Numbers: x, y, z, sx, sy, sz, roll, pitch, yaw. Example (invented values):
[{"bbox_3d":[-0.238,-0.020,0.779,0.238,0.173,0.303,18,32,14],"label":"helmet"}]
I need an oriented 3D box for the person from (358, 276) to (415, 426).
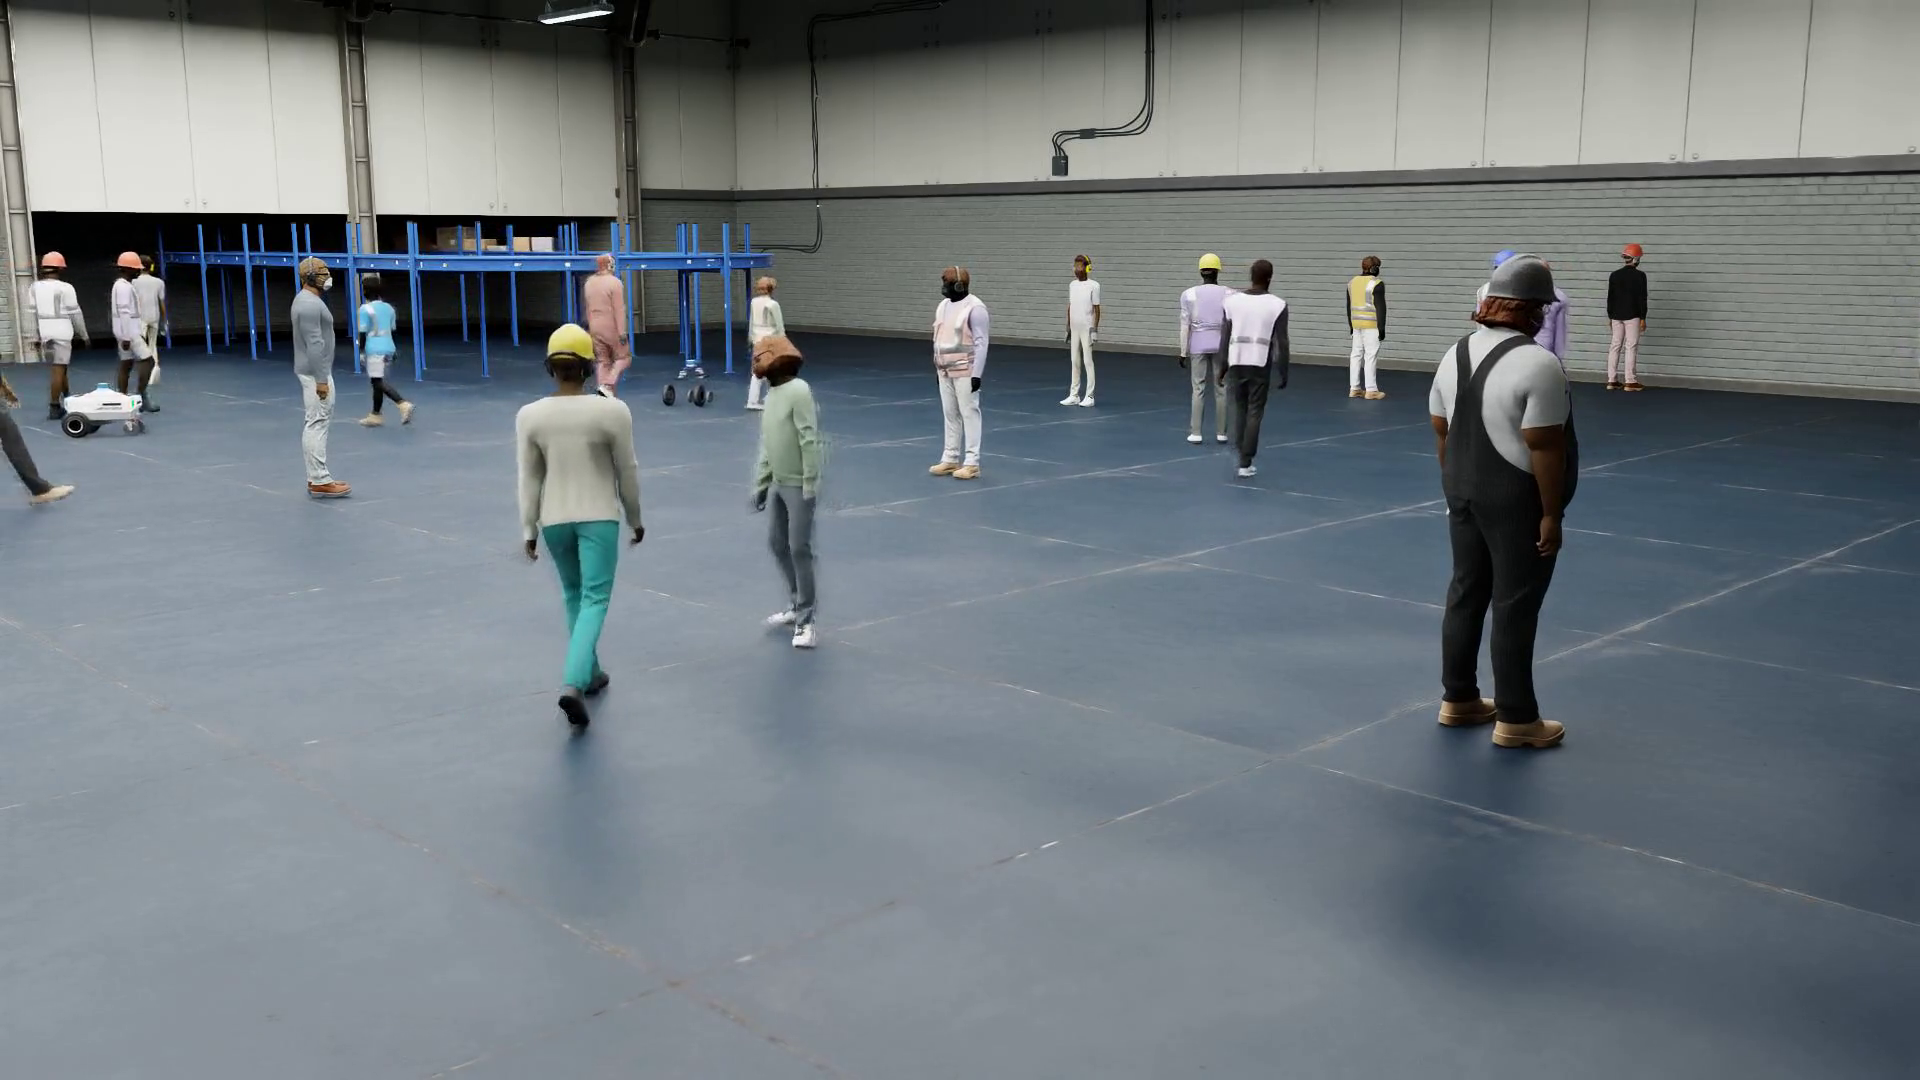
[{"bbox_3d":[-6.370,-2.079,18.383,0.742,1.675,0.538,4,11,19],"label":"person"}]

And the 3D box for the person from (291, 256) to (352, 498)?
[{"bbox_3d":[-5.227,-1.329,13.553,0.365,1.939,0.636,-5,11,-24],"label":"person"}]

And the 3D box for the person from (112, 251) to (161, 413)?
[{"bbox_3d":[-9.817,-2.463,19.792,0.603,1.911,0.563,-7,13,-34],"label":"person"}]

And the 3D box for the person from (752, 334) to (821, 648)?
[{"bbox_3d":[-0.890,-0.266,8.702,0.346,1.601,0.595,-6,12,-31],"label":"person"}]

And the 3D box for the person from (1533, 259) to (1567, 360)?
[{"bbox_3d":[5.805,-1.925,16.932,0.662,1.891,0.431,1,10,5],"label":"person"}]

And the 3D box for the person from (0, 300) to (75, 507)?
[{"bbox_3d":[-7.511,-1.131,12.873,0.963,1.797,0.536,-6,12,-29],"label":"person"}]

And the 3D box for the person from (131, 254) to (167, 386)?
[{"bbox_3d":[-11.406,-3.081,23.351,0.522,1.849,0.782,-10,14,-44],"label":"person"}]

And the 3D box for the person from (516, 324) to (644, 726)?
[{"bbox_3d":[-1.702,-0.086,7.346,0.519,1.731,0.888,1,10,7],"label":"person"}]

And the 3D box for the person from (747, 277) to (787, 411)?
[{"bbox_3d":[-2.287,-2.389,20.251,0.849,1.590,0.547,-9,14,-40],"label":"person"}]

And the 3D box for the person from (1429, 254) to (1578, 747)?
[{"bbox_3d":[2.330,-0.159,7.011,0.539,2.000,0.688,-4,11,-23],"label":"person"}]

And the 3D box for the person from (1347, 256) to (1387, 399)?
[{"bbox_3d":[5.327,-2.773,21.693,0.429,1.842,0.635,-6,12,-29],"label":"person"}]

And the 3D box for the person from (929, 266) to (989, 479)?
[{"bbox_3d":[-0.016,-1.468,14.583,0.430,1.841,0.624,-8,13,-36],"label":"person"}]

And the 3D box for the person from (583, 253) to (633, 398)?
[{"bbox_3d":[-4.316,-2.581,20.502,0.672,1.891,0.420,8,13,37],"label":"person"}]

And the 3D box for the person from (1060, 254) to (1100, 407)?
[{"bbox_3d":[1.509,-2.596,20.676,0.518,1.862,0.328,10,15,44],"label":"person"}]

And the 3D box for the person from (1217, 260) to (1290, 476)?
[{"bbox_3d":[2.660,-1.543,14.856,0.611,1.885,0.812,6,12,28],"label":"person"}]

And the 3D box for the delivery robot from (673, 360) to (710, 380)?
[{"bbox_3d":[-3.400,-2.155,20.986,0.335,0.223,0.698,3,11,14],"label":"delivery robot"}]

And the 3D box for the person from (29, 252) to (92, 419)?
[{"bbox_3d":[-10.442,-2.395,19.438,0.567,1.905,0.839,3,11,14],"label":"person"}]

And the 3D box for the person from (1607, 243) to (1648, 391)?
[{"bbox_3d":[9.162,-3.057,22.818,0.379,1.996,0.610,-6,12,-29],"label":"person"}]

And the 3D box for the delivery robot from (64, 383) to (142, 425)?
[{"bbox_3d":[-9.137,-1.432,17.752,0.707,0.478,0.477,-2,11,-12],"label":"delivery robot"}]

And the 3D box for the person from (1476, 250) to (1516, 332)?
[{"bbox_3d":[5.775,-2.111,17.789,0.384,1.949,0.603,-6,12,-28],"label":"person"}]

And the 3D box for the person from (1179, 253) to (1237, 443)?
[{"bbox_3d":[2.530,-1.950,16.985,0.588,1.923,0.383,0,10,1],"label":"person"}]
